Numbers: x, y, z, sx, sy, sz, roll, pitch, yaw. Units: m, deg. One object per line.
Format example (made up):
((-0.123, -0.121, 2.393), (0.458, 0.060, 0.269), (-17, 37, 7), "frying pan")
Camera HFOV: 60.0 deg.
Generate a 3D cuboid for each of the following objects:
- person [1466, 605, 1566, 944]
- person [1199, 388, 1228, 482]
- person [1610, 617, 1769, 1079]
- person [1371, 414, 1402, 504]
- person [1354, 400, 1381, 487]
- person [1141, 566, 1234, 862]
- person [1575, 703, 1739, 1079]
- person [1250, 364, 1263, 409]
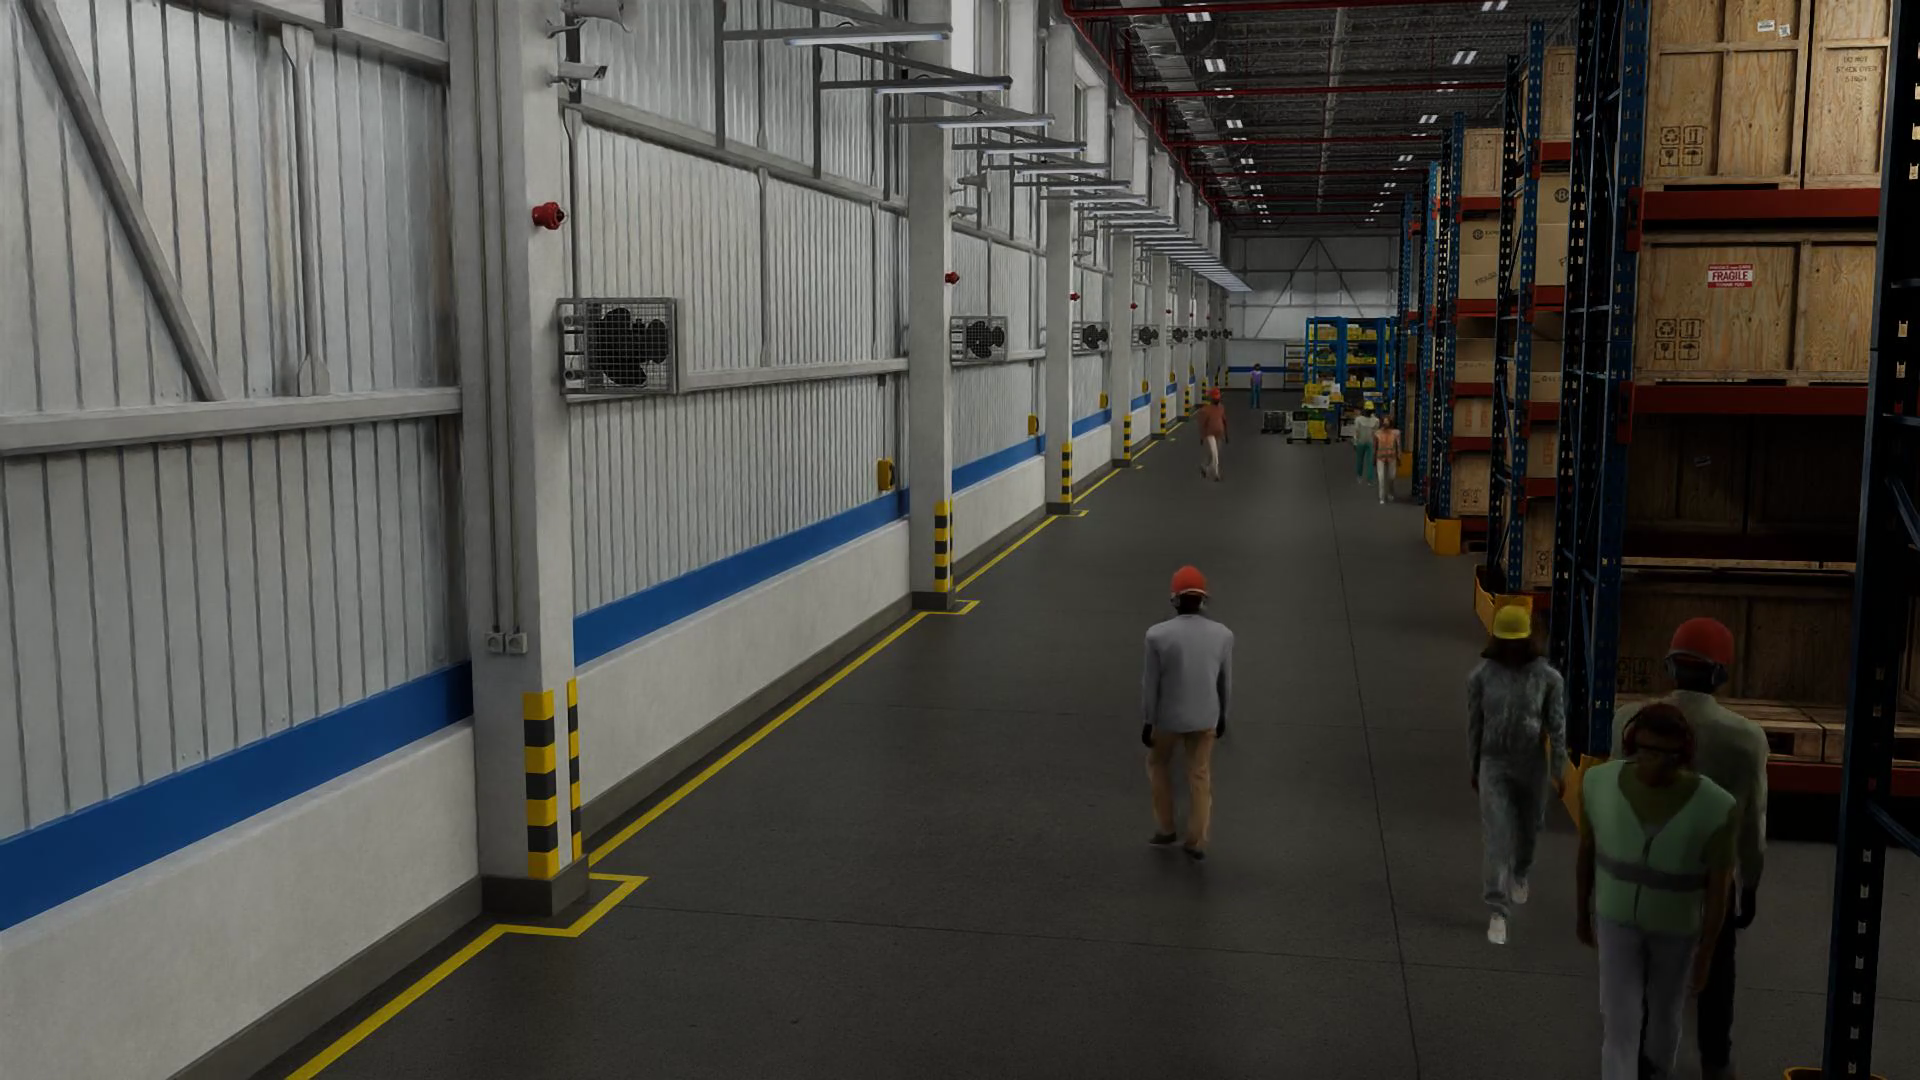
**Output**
((2.903, 1.165, 8.721), (0.515, 1.709, 0.832), (2, 7, 16), "person")
((5.250, -2.204, 34.705), (0.604, 1.961, 0.885), (-4, 8, -28), "person")
((2.929, 1.285, 6.726), (0.631, 1.963, 0.762), (5, 8, 33), "person")
((7.659, -1.443, 29.895), (0.536, 1.632, 0.379), (2, 7, 14), "person")
((8.216, -1.962, 33.600), (0.524, 1.739, 0.732), (1, 7, 10), "person")
((1.315, 1.012, 9.827), (0.587, 1.730, 0.532), (-2, 7, -13), "person")
((2.585, 1.451, 6.241), (0.564, 1.771, 1.001), (4, 8, 29), "person")
((12.028, -6.247, 67.565), (0.568, 1.835, 0.389), (-3, 8, -24), "person")
